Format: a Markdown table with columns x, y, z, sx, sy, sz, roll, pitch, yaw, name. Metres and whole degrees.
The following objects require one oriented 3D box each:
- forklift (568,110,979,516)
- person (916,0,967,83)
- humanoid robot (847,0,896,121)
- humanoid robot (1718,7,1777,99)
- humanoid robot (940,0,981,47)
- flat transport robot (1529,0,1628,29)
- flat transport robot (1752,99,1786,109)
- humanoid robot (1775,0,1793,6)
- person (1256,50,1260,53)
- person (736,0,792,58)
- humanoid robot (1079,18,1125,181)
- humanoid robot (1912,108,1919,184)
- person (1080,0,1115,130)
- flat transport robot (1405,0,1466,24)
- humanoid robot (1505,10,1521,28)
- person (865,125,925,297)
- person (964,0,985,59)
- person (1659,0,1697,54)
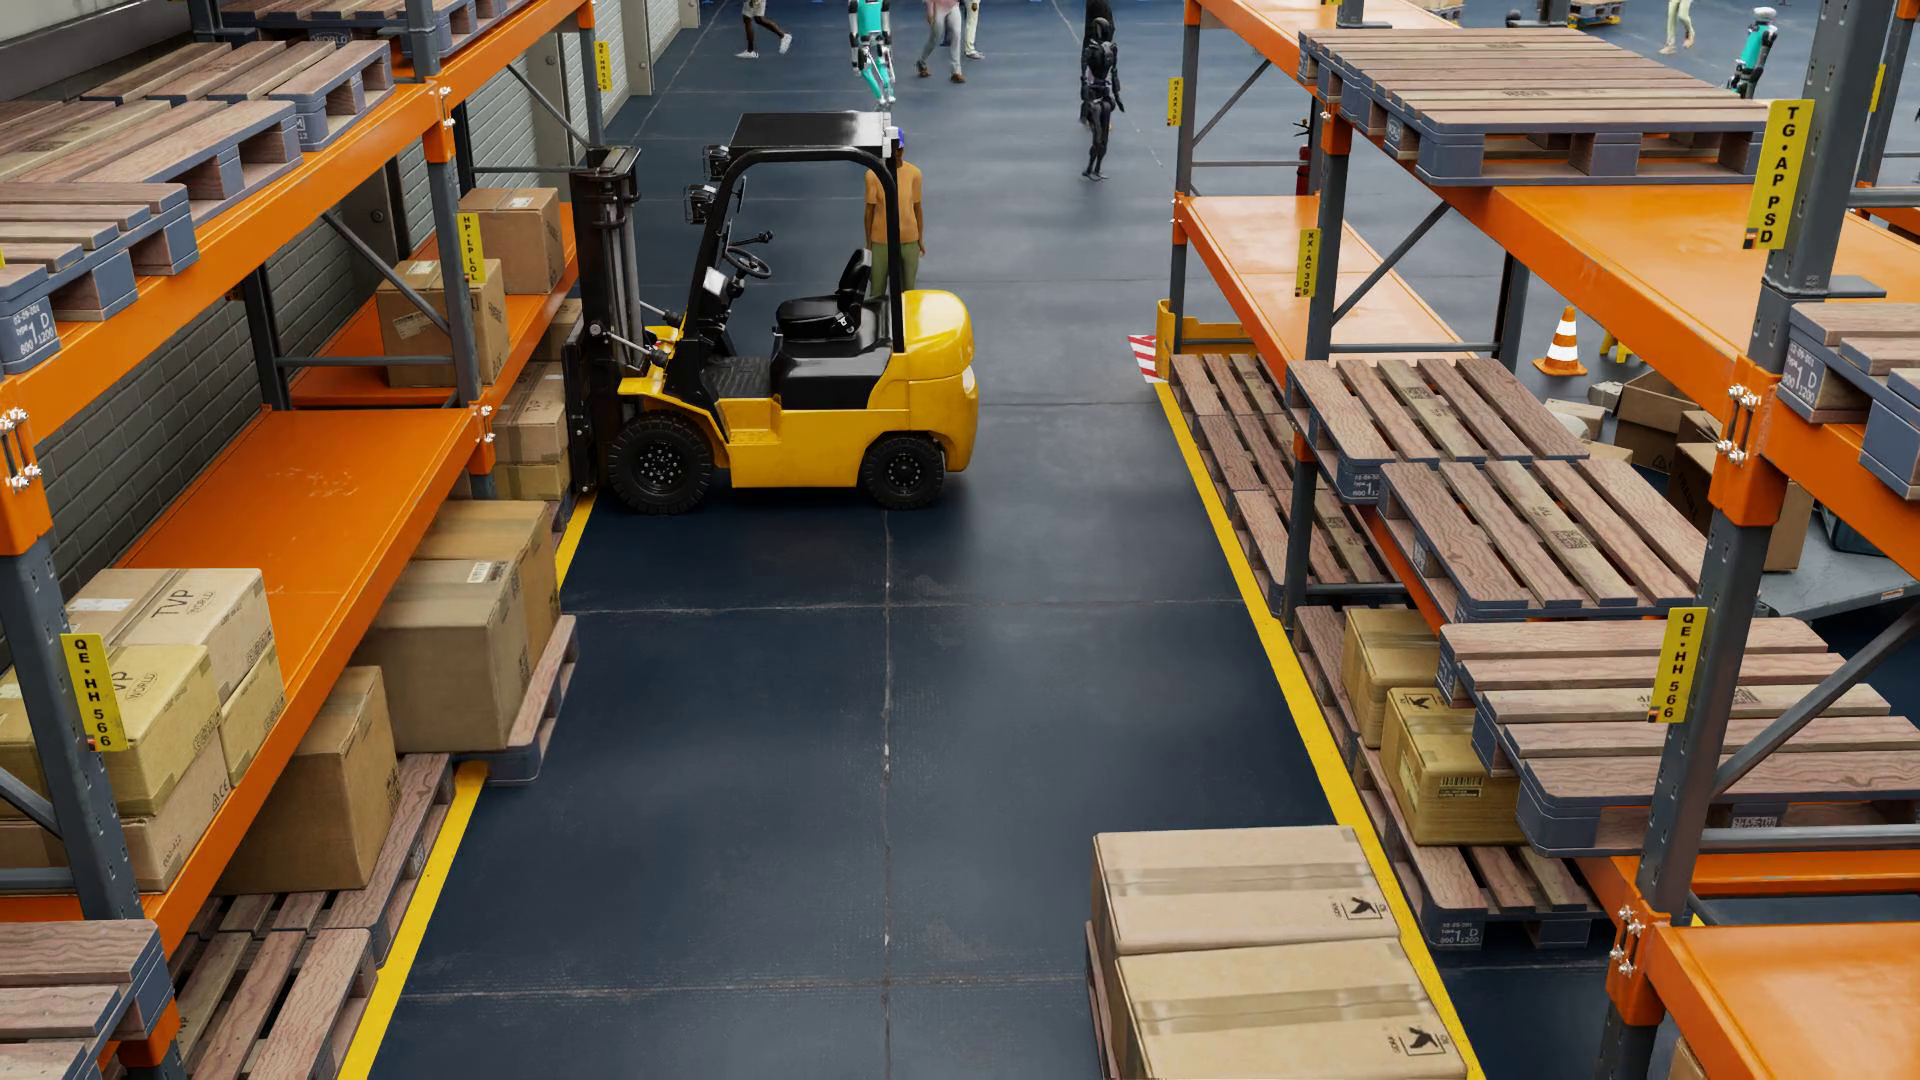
| x | y | z | sx | sy | sz | roll | pitch | yaw | name |
| --- | --- | --- | --- | --- | --- | --- | --- | --- | --- |
| -1.043 | -1.379 | 9.976 | 2.313 | 2.155 | 1.214 | -1 | 25 | -2 | forklift |
| -0.261 | -7.276 | 22.803 | 0.635 | 1.906 | 0.916 | -18 | 31 | -33 | person |
| -0.939 | -5.543 | 19.261 | 0.538 | 1.724 | 0.732 | -15 | 29 | -28 | humanoid robot |
| 8.054 | -4.655 | 17.493 | 0.741 | 1.814 | 0.539 | 2 | 25 | 5 | humanoid robot |
| -0.039 | -8.414 | 25.487 | 0.505 | 1.633 | 0.616 | 14 | 29 | 28 | humanoid robot |
| 10.285 | -8.693 | 27.713 | 1.431 | 0.231 | 0.659 | -16 | 30 | -30 | flat transport robot |
| 8.680 | -4.080 | 17.944 | 1.431 | 0.231 | 0.659 | -5 | 26 | -11 | flat transport robot |
| 14.840 | -10.424 | 29.729 | 0.589 | 1.637 | 0.475 | -22 | 33 | -39 | humanoid robot |
| 4.916 | -8.175 | 24.834 | 0.988 | 1.792 | 0.585 | -5 | 26 | -11 | person |
| -2.939 | -8.052 | 24.490 | 0.756 | 1.868 | 0.610 | 5 | 26 | 10 | person |
| 1.470 | -4.616 | 17.426 | 0.611 | 1.655 | 0.317 | -22 | 33 | -39 | humanoid robot |
| 10.215 | -4.489 | 17.159 | 0.590 | 1.651 | 0.325 | 19 | 31 | 35 | humanoid robot |
| 1.639 | -5.841 | 19.814 | 0.402 | 1.854 | 0.545 | 0 | 25 | 0 | person |
| 7.454 | -8.427 | 27.149 | 0.659 | 0.231 | 1.431 | 23 | 34 | 40 | flat transport robot |
| 5.911 | -4.940 | 18.164 | 0.601 | 1.642 | 0.484 | 3 | 25 | 6 | humanoid robot |
| -0.478 | -2.178 | 12.219 | 0.452 | 1.718 | 0.370 | -5 | 26 | -10 | person |
| 0.219 | -8.007 | 24.530 | 0.346 | 1.745 | 0.562 | -2 | 25 | -4 | person |
| 10.818 | -8.220 | 24.822 | 0.510 | 1.880 | 0.548 | -17 | 30 | -32 | person |
